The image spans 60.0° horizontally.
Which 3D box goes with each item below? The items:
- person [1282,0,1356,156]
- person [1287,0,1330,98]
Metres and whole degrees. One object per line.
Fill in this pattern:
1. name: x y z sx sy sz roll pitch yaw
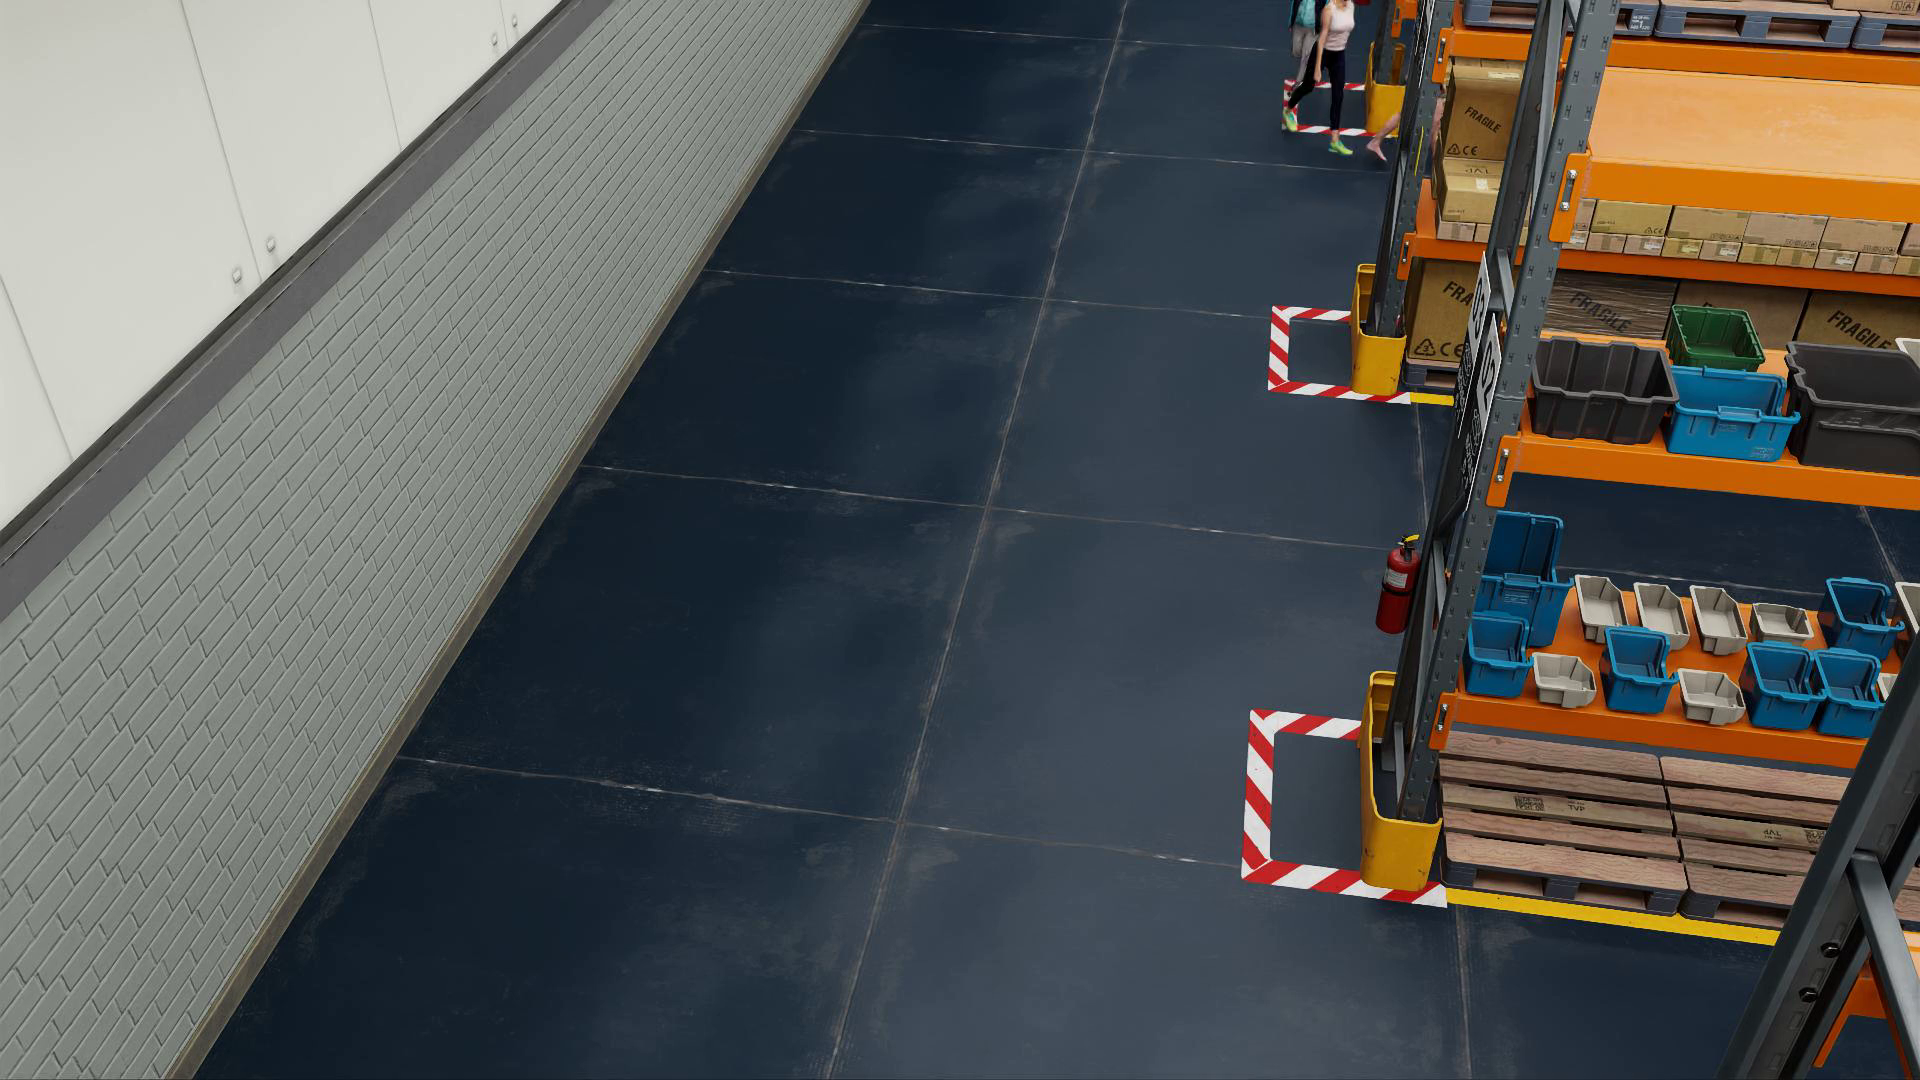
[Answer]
1. person: 3.442 -4.598 15.929 1.219 1.643 1.254 -21 42 -25
2. person: 3.579 -5.282 16.959 0.787 1.486 0.809 23 43 27
